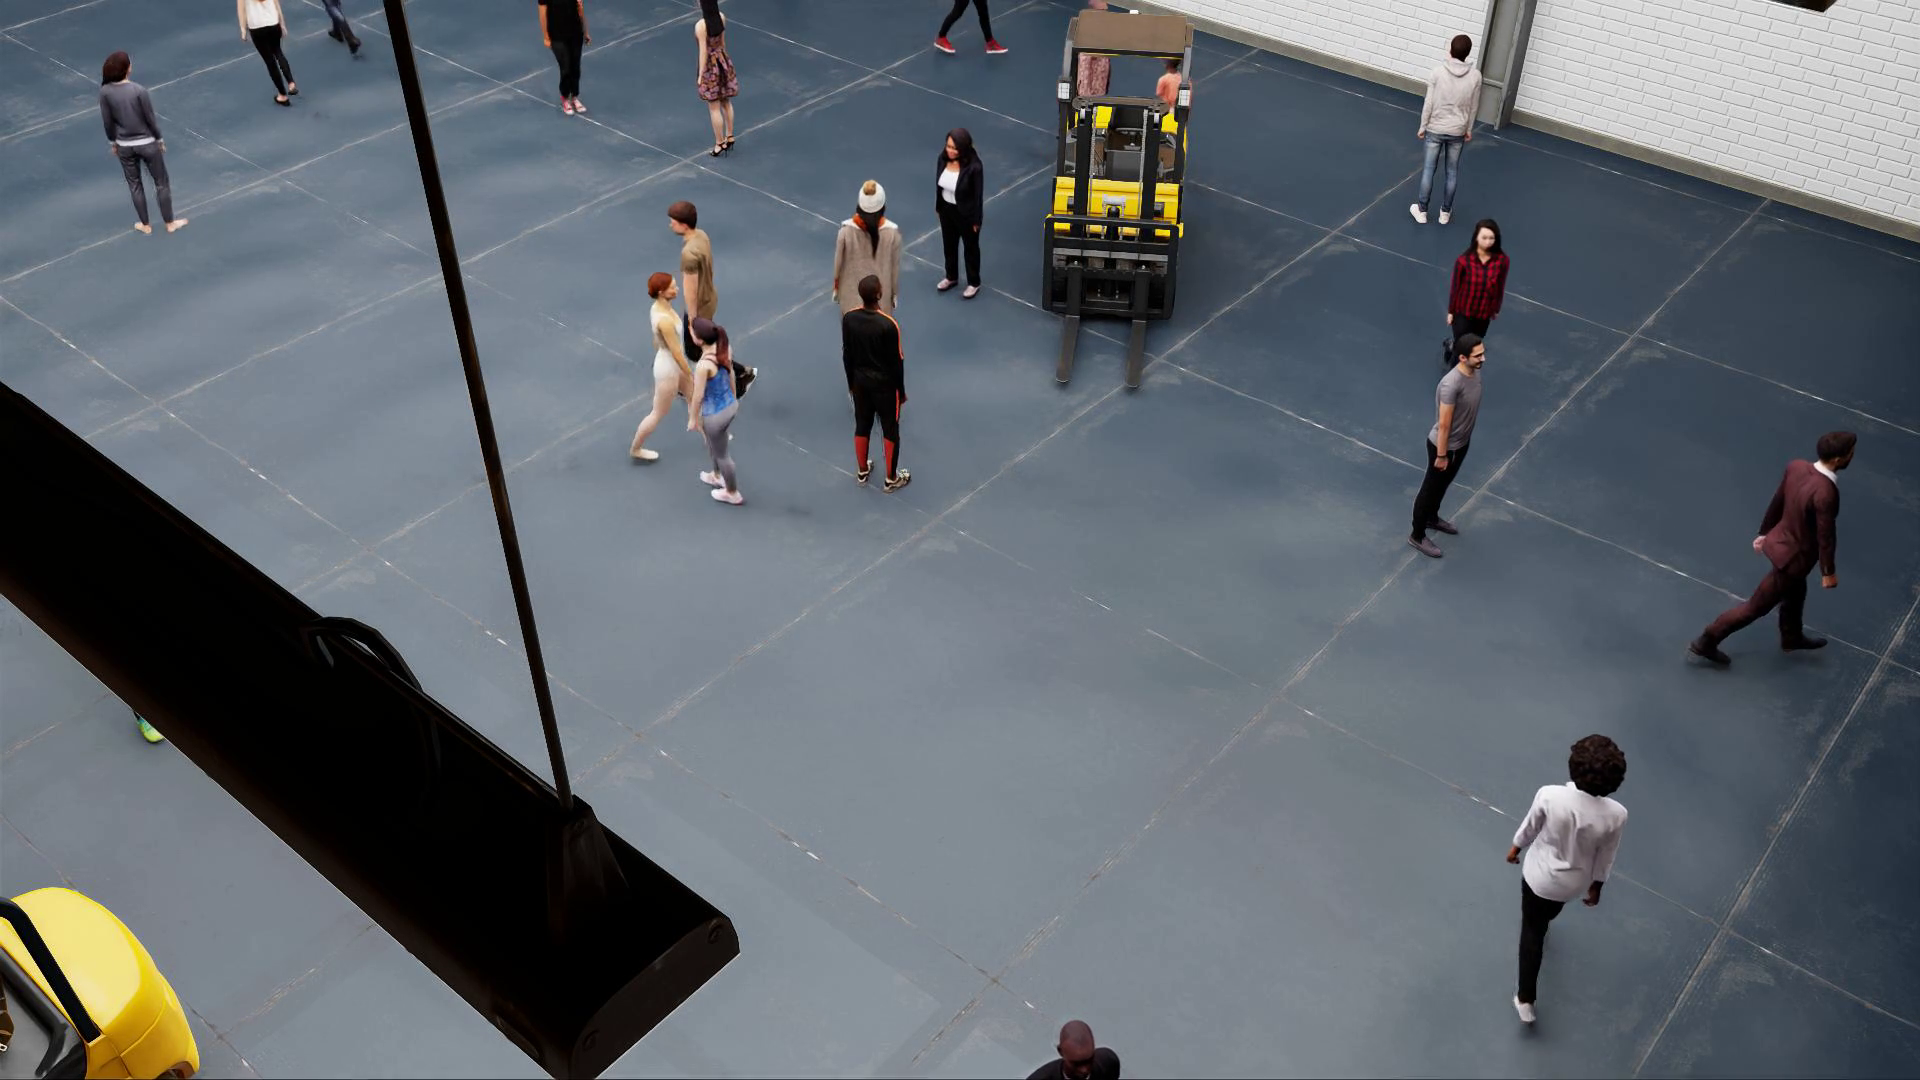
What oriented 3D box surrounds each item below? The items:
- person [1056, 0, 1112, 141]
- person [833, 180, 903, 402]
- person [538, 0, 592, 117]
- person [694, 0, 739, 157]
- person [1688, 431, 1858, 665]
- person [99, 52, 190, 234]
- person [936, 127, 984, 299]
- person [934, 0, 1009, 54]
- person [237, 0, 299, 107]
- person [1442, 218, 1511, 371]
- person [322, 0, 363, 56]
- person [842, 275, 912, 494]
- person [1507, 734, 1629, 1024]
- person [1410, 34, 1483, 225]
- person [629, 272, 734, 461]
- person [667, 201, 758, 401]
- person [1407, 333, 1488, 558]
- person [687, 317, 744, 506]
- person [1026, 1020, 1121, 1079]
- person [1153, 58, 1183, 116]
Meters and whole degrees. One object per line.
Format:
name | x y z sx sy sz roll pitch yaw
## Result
person | 1.248 -4.578 16.748 0.991 1.783 0.883 11 40 13
person | -0.759 -1.994 13.440 1.105 1.872 1.121 2 39 2
person | -4.280 -5.479 17.905 0.672 1.747 0.661 -26 45 -28
person | -2.518 -4.792 17.023 0.718 1.774 0.707 20 43 23
person | 5.336 0.102 10.853 1.314 1.827 1.178 1 39 1
person | -7.813 -3.728 15.700 0.750 1.763 0.788 -14 41 -17
person | 0.007 -2.936 14.825 0.602 1.616 0.718 21 43 24
person | 0.022 -6.354 19.094 1.176 1.631 0.865 12 40 15
person | -7.468 -5.516 17.979 0.535 1.712 0.587 27 46 29
person | 4.132 -1.888 13.496 0.917 1.639 0.964 -1 39 -2
person | -7.247 -6.523 19.108 1.198 1.877 0.766 32 48 33
person | -0.645 -1.173 12.463 0.619 1.809 0.768 13 40 16
person | 3.156 1.795 8.778 1.177 1.771 1.023 10 40 12
person | 4.634 -3.910 15.856 0.721 1.852 0.821 3 39 4
person | -2.312 -1.283 12.766 1.029 1.603 1.025 -7 39 -9
person | -2.000 -1.858 13.301 1.061 1.835 0.986 1 39 1
person | 3.516 -0.720 11.940 0.571 1.755 0.642 22 44 25
person | -1.741 -0.934 12.331 0.761 1.601 0.679 15 41 18
person | 0.493 2.747 7.595 0.730 1.761 0.717 -15 41 -18
person | 2.148 -4.272 16.758 0.605 1.293 0.729 -19 43 -23
